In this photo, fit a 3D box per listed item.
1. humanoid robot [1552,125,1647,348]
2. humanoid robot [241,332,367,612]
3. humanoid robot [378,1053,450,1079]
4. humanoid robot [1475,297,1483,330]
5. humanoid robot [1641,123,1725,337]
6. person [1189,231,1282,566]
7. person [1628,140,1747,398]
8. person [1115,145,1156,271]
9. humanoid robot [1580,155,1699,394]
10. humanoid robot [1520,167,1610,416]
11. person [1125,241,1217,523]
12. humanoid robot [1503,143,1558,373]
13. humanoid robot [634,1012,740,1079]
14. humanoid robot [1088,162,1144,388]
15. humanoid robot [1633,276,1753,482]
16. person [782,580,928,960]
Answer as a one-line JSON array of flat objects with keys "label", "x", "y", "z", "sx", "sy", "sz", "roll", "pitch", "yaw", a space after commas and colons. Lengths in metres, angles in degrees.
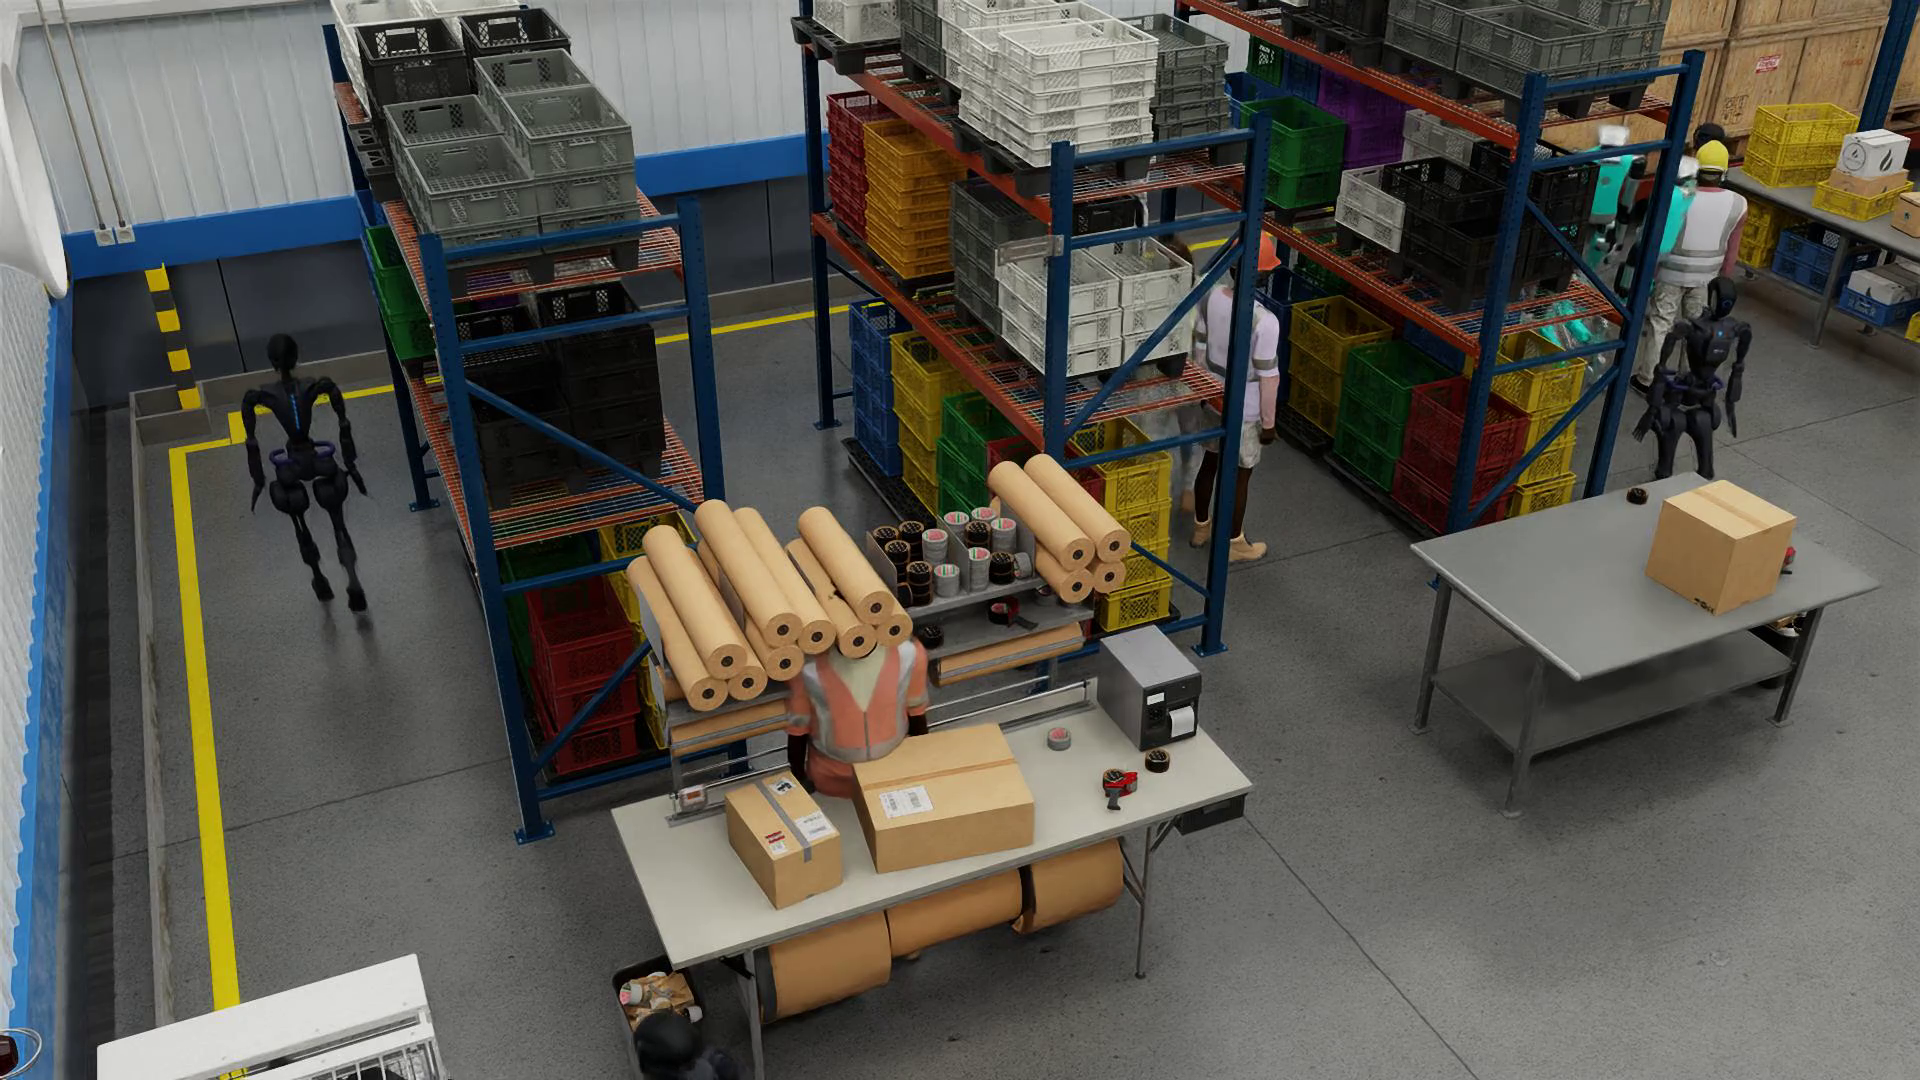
[{"label": "humanoid robot", "x": 4.602, "y": -2.263, "z": 12.234, "sx": 0.533, "sy": 1.740, "sz": 0.762, "roll": 7, "pitch": 32, "yaw": 11}, {"label": "humanoid robot", "x": -3.606, "y": -0.324, "z": 9.172, "sx": 0.610, "sy": 1.638, "sz": 0.608, "roll": -17, "pitch": 35, "yaw": -25}, {"label": "humanoid robot", "x": -1.588, "y": 2.343, "z": 4.783, "sx": 0.547, "sy": 1.780, "sz": 0.779, "roll": 9, "pitch": 33, "yaw": 14}, {"label": "humanoid robot", "x": 3.813, "y": -2.131, "z": 12.127, "sx": 0.589, "sy": 1.620, "sz": 0.755, "roll": 0, "pitch": 32, "yaw": 0}, {"label": "humanoid robot", "x": 5.330, "y": -2.272, "z": 12.320, "sx": 0.592, "sy": 1.652, "sz": 0.360, "roll": -23, "pitch": 39, "yaw": -33}, {"label": "person", "x": 1.601, "y": -0.805, "z": 9.589, "sx": 0.371, "sy": 2.044, "sz": 0.606, "roll": -21, "pitch": 37, "yaw": -30}, {"label": "person", "x": 5.009, "y": -1.847, "z": 11.481, "sx": 0.597, "sy": 1.827, "sz": 0.403, "roll": 3, "pitch": 32, "yaw": 4}, {"label": "person", "x": 1.375, "y": -2.984, "z": 13.276, "sx": 0.356, "sy": 1.884, "sz": 0.574, "roll": 11, "pitch": 33, "yaw": 17}, {"label": "humanoid robot", "x": 4.615, "y": -1.861, "z": 11.575, "sx": 0.533, "sy": 1.773, "sz": 0.706, "roll": -22, "pitch": 38, "yaw": -32}, {"label": "humanoid robot", "x": 4.085, "y": -1.552, "z": 11.079, "sx": 0.559, "sy": 1.746, "sz": 0.844, "roll": -21, "pitch": 37, "yaw": -30}, {"label": "person", "x": 1.308, "y": -0.938, "z": 10.027, "sx": 0.723, "sy": 1.799, "sz": 0.644, "roll": 11, "pitch": 33, "yaw": 18}, {"label": "humanoid robot", "x": 3.970, "y": -1.798, "z": 11.530, "sx": 0.542, "sy": 1.796, "sz": 0.809, "roll": -6, "pitch": 32, "yaw": -9}, {"label": "humanoid robot", "x": -0.828, "y": 2.131, "z": 5.166, "sx": 0.352, "sy": 1.641, "sz": 0.602, "roll": 16, "pitch": 35, "yaw": 24}, {"label": "humanoid robot", "x": 1.041, "y": -1.877, "z": 11.694, "sx": 0.601, "sy": 1.635, "sz": 0.649, "roll": -12, "pitch": 34, "yaw": -19}, {"label": "humanoid robot", "x": 4.350, "y": -0.789, "z": 9.904, "sx": 0.616, "sy": 1.645, "sz": 0.332, "roll": -3, "pitch": 32, "yaw": -6}, {"label": "person", "x": -0.411, "y": 0.952, "z": 6.815, "sx": 0.603, "sy": 1.957, "sz": 0.367, "roll": -9, "pitch": 33, "yaw": -14}]
